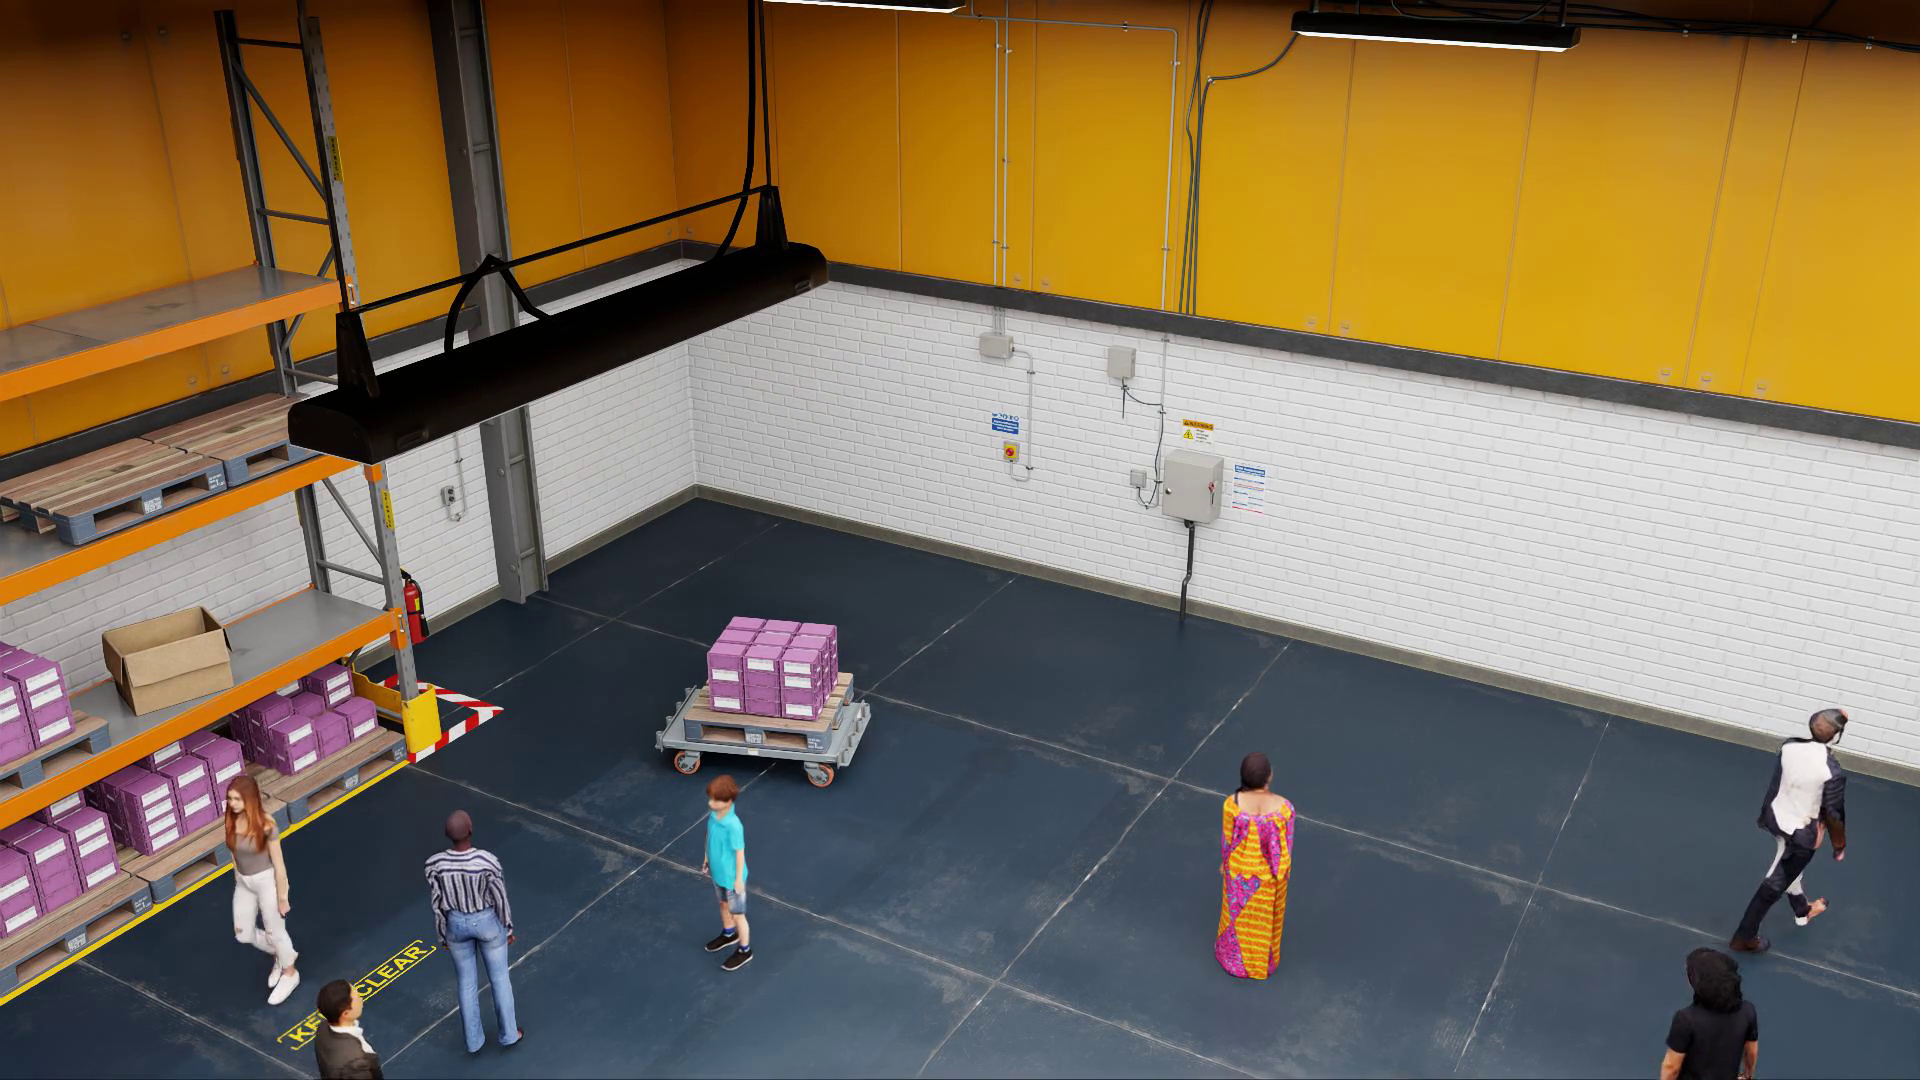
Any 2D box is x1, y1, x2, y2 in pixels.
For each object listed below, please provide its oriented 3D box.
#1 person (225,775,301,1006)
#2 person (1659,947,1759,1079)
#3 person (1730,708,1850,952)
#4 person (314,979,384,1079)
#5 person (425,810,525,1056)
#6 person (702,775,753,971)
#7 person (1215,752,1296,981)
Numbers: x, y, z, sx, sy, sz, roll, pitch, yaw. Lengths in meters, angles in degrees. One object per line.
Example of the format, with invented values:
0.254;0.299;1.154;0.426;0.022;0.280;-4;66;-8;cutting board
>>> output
-4.562;2.254;11.017;0.659;1.716;0.662;9;25;20;person
4.082;3.030;9.129;0.877;1.808;0.870;5;24;12;person
5.640;2.021;11.391;1.222;1.844;1.174;-6;24;-13;person
-3.262;3.152;8.867;0.848;1.794;0.806;-18;29;-35;person
-3.037;2.466;10.434;0.698;1.795;0.718;-2;24;-5;person
-1.576;2.236;11.391;0.611;1.449;0.608;-16;28;-32;person
1.991;2.167;11.252;0.742;1.688;0.774;3;24;7;person
